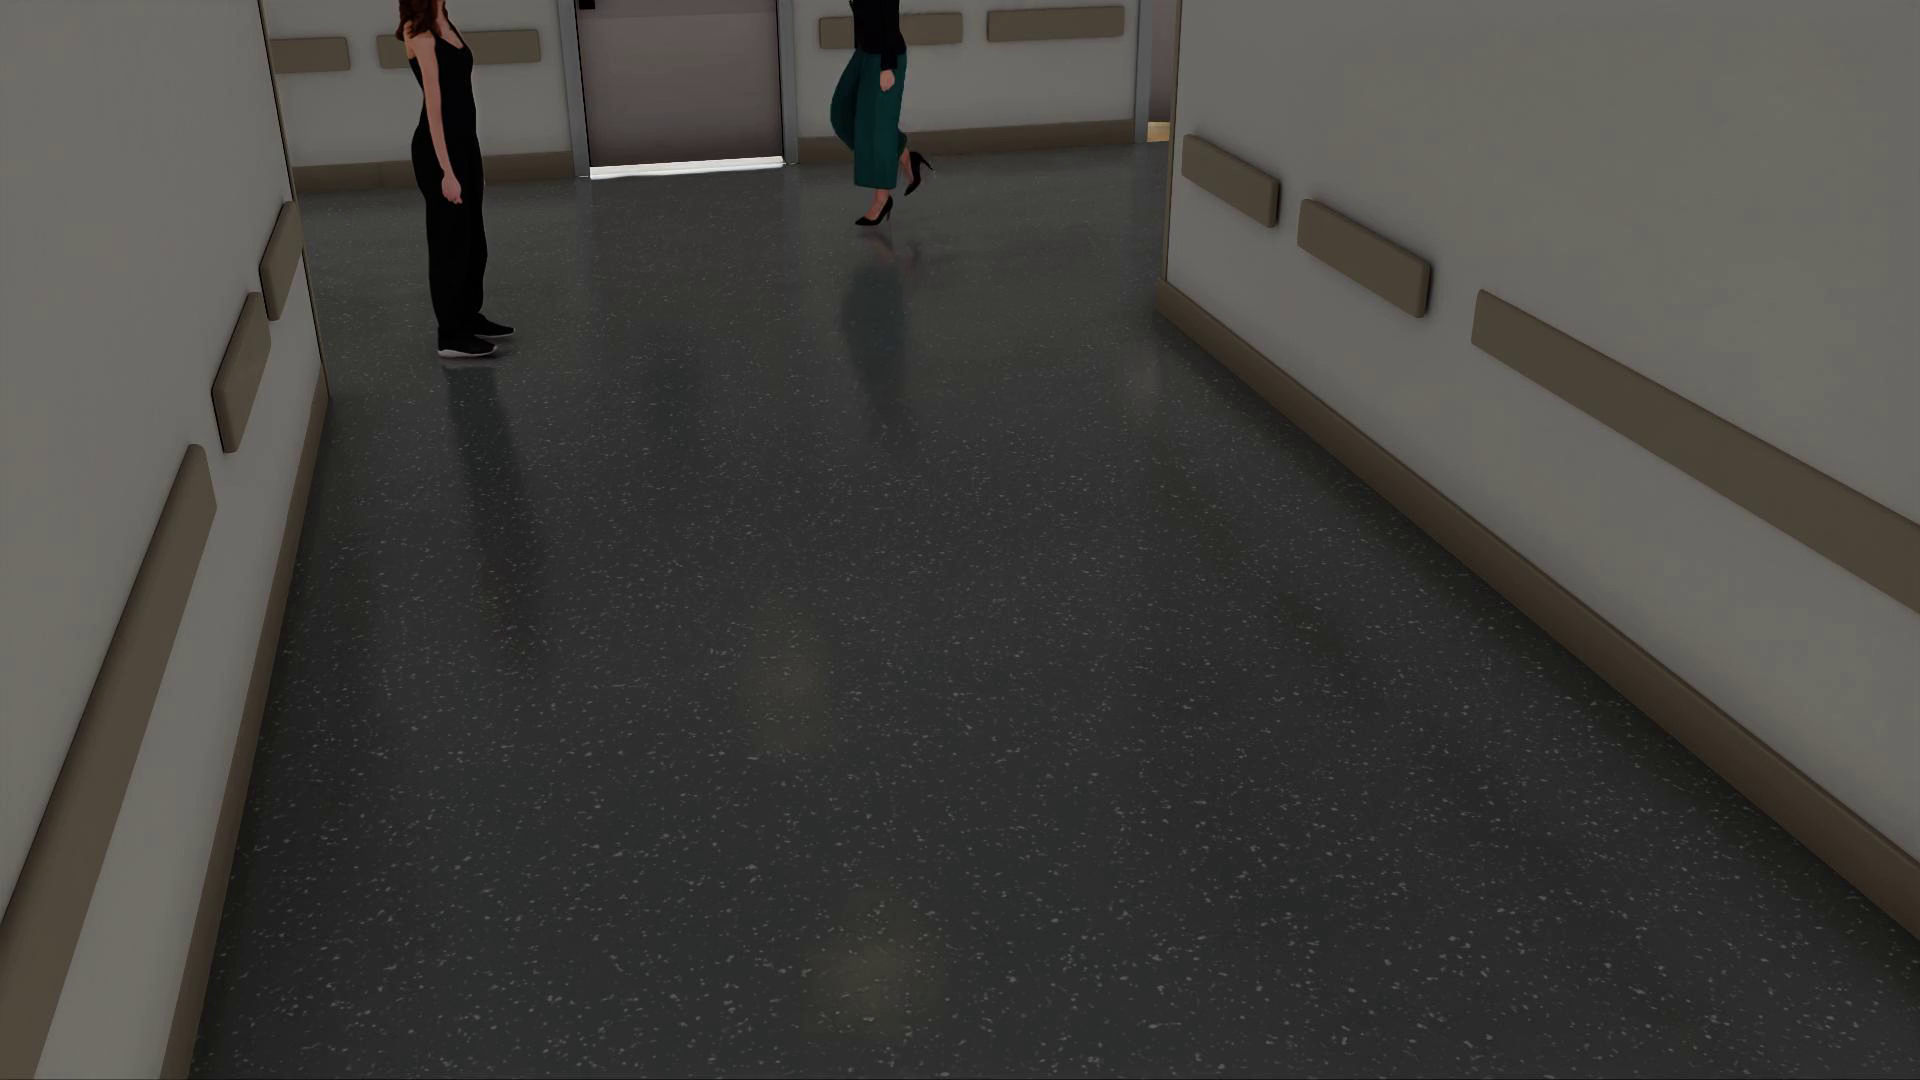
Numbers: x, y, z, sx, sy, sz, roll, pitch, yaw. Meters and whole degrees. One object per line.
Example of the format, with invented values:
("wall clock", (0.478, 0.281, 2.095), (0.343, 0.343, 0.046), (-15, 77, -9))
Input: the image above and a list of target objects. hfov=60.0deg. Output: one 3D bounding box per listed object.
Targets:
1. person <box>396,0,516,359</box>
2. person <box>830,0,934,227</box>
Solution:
("person", (-2.212, -1.656, 7.139), (0.615, 1.746, 0.629), (1, 26, 3))
("person", (-0.378, -2.590, 9.098), (0.852, 1.726, 0.698), (-11, 28, -22))
